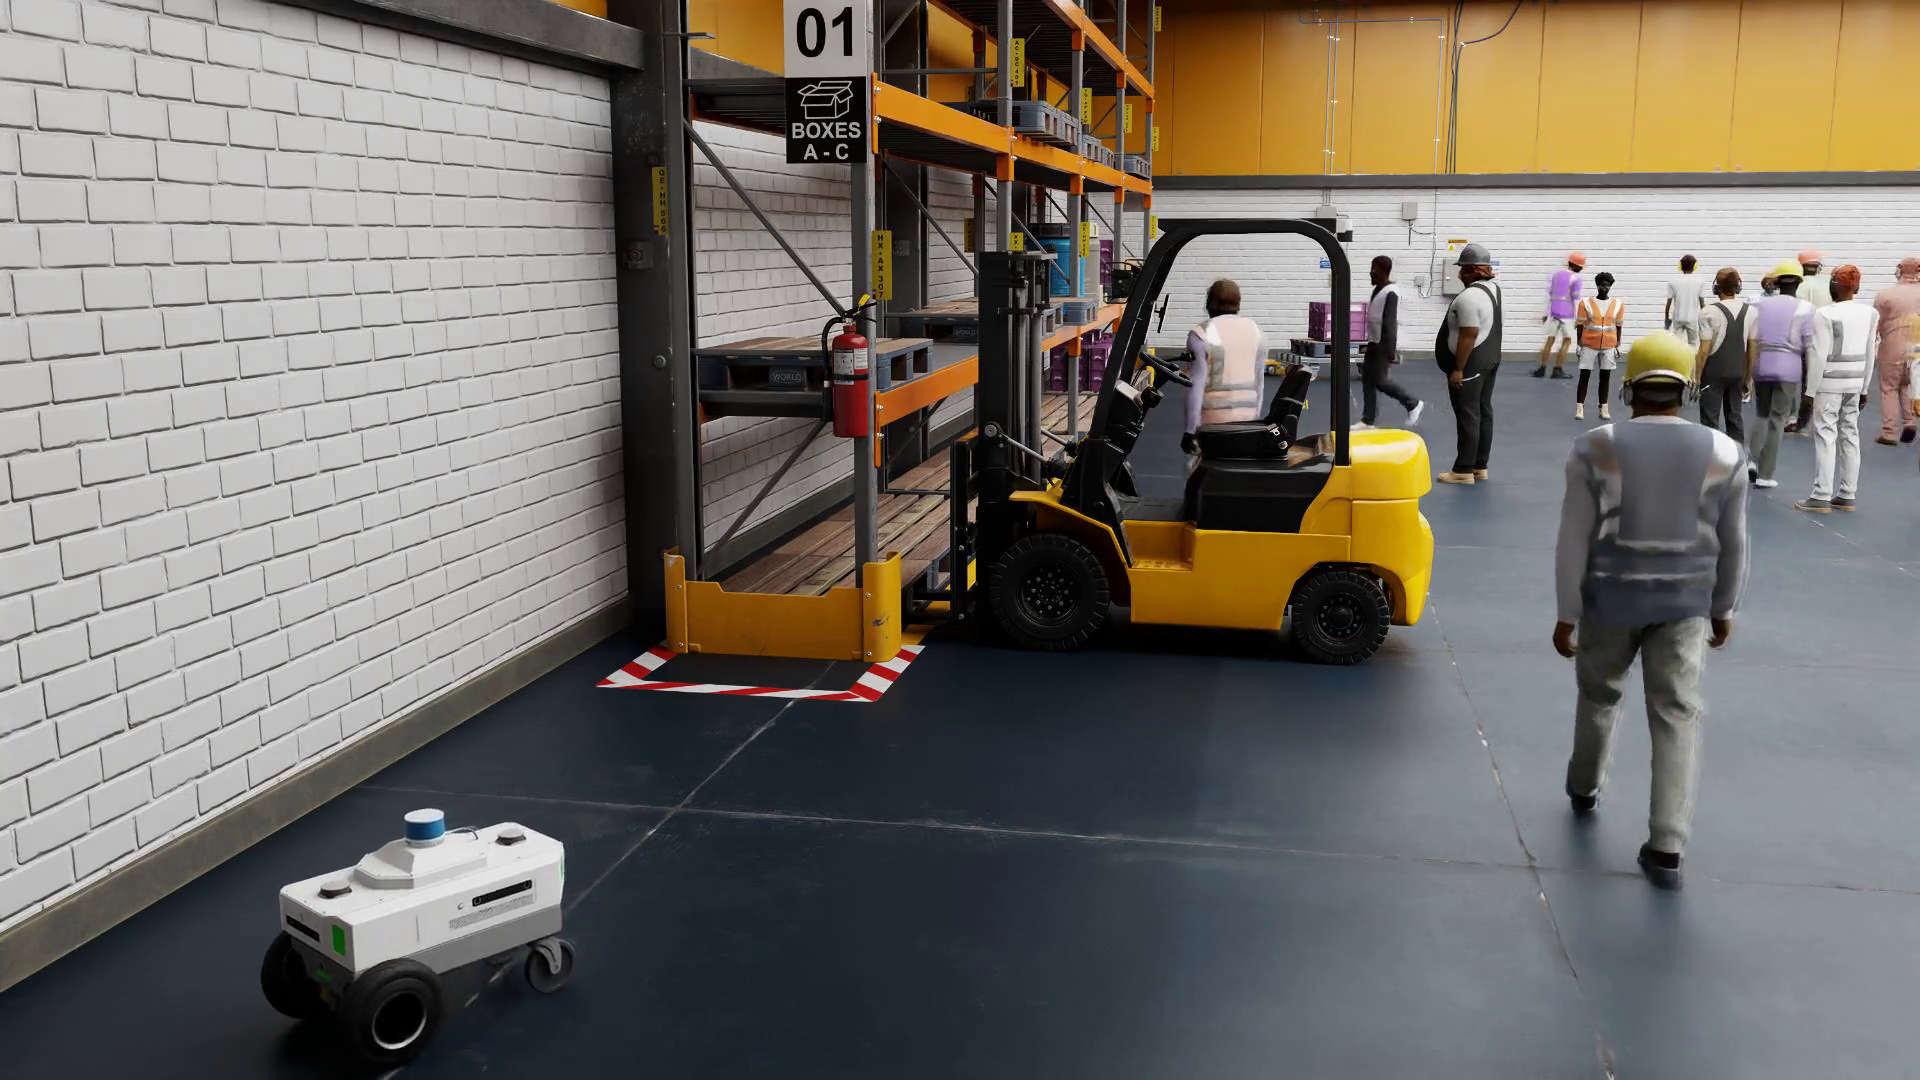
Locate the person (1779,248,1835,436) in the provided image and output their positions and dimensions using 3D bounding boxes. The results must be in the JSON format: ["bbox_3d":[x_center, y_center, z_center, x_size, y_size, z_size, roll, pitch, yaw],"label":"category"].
[{"bbox_3d":[8.891,-2.075,17.520,0.633,1.973,0.453,2,11,11],"label":"person"}]

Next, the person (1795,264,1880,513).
[{"bbox_3d":[6.670,-1.144,12.646,0.583,1.882,0.338,-3,11,-17],"label":"person"}]

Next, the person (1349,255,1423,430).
[{"bbox_3d":[4.604,-2.114,17.943,0.713,1.898,0.595,-1,10,-3],"label":"person"}]

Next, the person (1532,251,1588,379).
[{"bbox_3d":[8.878,-3.329,24.630,0.451,1.884,0.736,-5,12,-27],"label":"person"}]

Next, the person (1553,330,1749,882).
[{"bbox_3d":[2.325,0.186,5.647,0.622,1.778,0.939,2,11,11],"label":"person"}]

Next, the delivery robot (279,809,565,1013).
[{"bbox_3d":[-1.424,0.967,4.466,0.477,0.478,0.707,9,14,42],"label":"delivery robot"}]

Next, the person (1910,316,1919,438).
[{"bbox_3d":[7.172,-1.037,12.030,0.557,1.890,0.939,4,11,21],"label":"person"}]

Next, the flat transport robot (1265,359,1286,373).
[{"bbox_3d":[4.266,-2.626,25.193,1.431,0.197,0.652,-6,12,-31],"label":"flat transport robot"}]

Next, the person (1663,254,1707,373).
[{"bbox_3d":[10.020,-3.014,22.975,0.561,1.855,0.397,5,12,28],"label":"person"}]

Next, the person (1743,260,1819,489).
[{"bbox_3d":[6.804,-1.372,13.847,0.484,1.893,0.636,-10,14,-43],"label":"person"}]

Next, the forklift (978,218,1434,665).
[{"bbox_3d":[1.285,-0.567,8.635,2.313,2.155,1.214,2,11,11],"label":"forklift"}]

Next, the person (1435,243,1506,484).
[{"bbox_3d":[4.322,-1.506,14.200,0.536,2.000,0.673,9,13,39],"label":"person"}]

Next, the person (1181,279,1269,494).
[{"bbox_3d":[1.669,-0.742,10.653,0.696,1.819,0.476,-6,12,-30],"label":"person"}]

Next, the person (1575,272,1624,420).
[{"bbox_3d":[7.311,-2.215,19.043,0.532,1.692,0.320,1,10,8],"label":"person"}]

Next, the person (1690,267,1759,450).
[{"bbox_3d":[6.289,-1.320,13.723,0.515,1.842,0.326,-1,10,-6],"label":"person"}]

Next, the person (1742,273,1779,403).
[{"bbox_3d":[10.140,-2.538,20.960,0.514,1.639,0.311,3,11,18],"label":"person"}]

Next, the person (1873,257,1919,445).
[{"bbox_3d":[9.480,-1.898,16.766,0.666,1.888,0.440,0,10,1],"label":"person"}]
